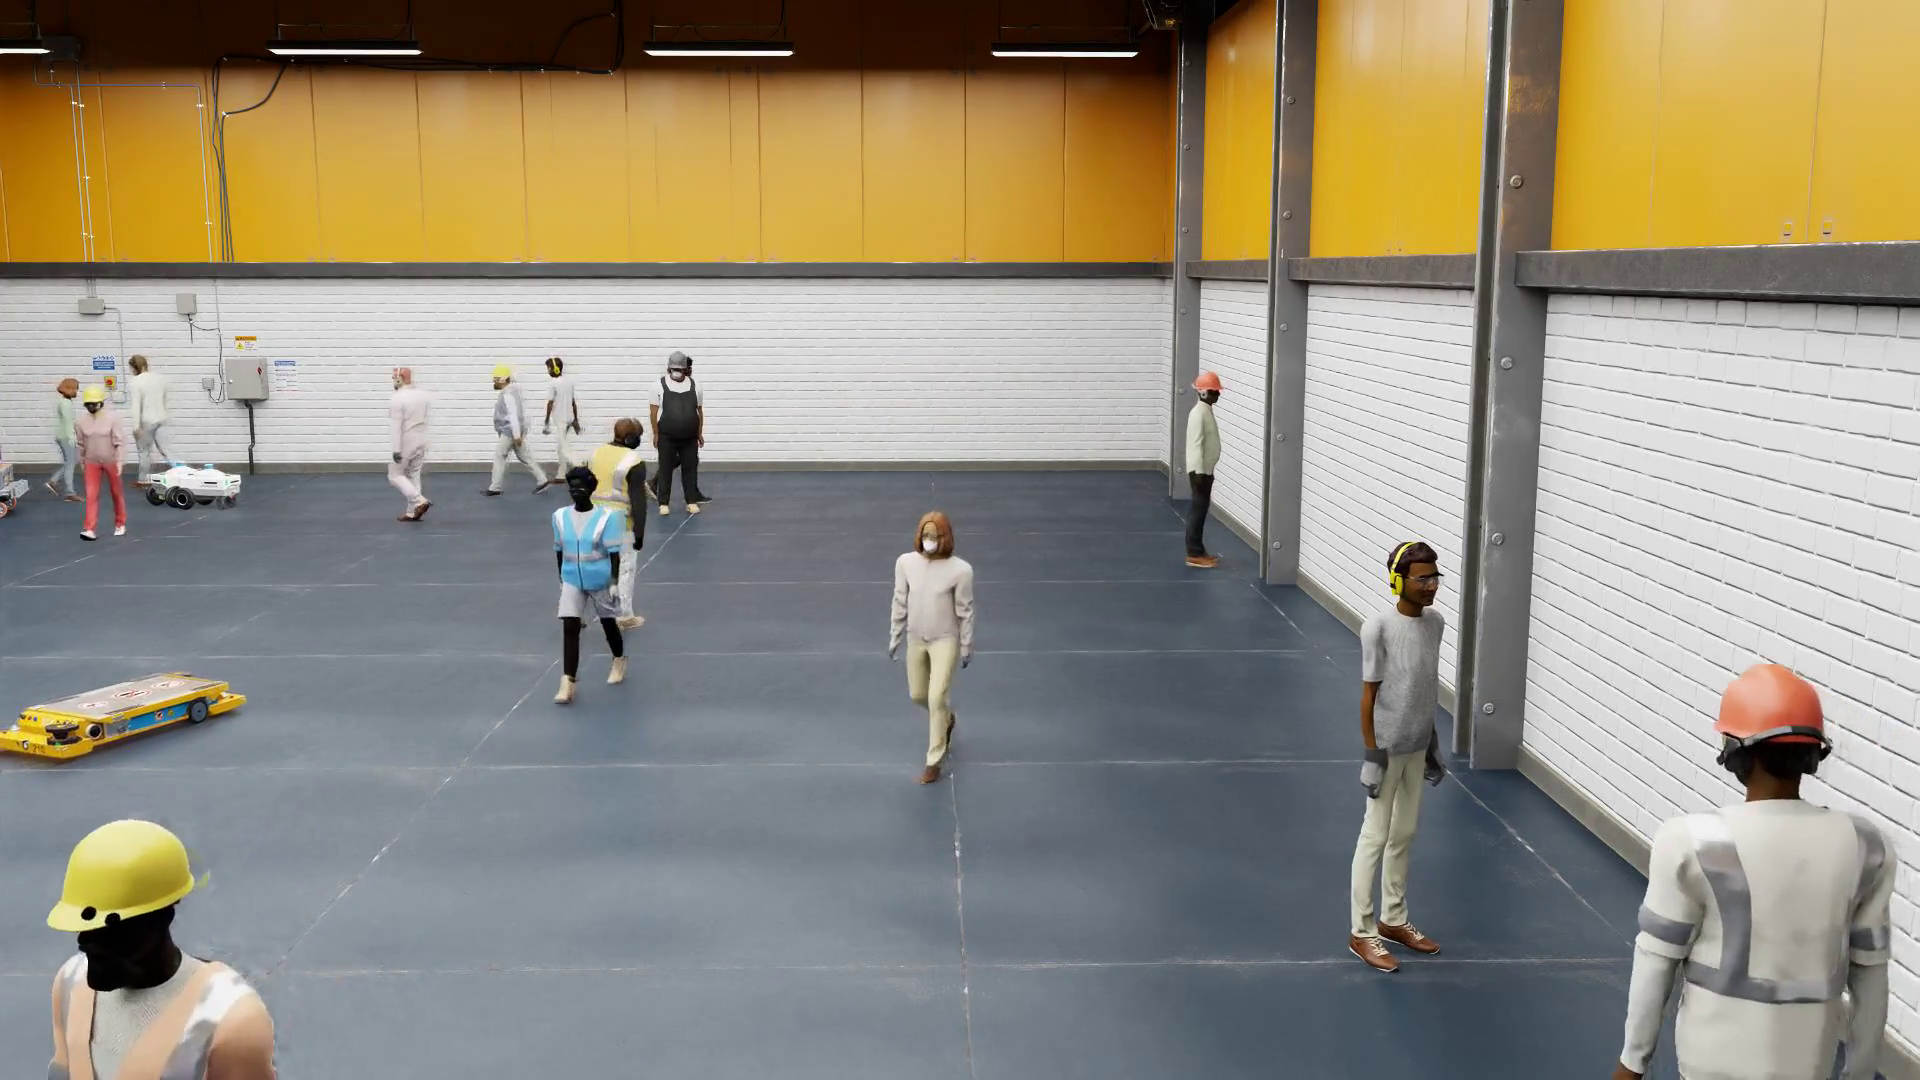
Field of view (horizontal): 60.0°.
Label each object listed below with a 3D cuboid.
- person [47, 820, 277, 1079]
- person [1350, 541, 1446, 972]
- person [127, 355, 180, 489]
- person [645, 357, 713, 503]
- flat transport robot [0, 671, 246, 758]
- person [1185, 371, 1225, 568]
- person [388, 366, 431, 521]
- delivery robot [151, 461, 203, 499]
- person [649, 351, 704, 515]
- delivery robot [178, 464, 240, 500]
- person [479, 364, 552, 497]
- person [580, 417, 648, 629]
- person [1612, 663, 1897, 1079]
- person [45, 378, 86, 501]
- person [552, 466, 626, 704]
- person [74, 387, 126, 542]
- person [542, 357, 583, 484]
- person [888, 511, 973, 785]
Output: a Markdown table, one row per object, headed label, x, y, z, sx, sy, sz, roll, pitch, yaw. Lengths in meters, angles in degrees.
| label | x | y | z | sx | sy | sz | roll | pitch | yaw |
| --- | --- | --- | --- | --- | --- | --- | --- | --- | --- |
| person | -1.730 | 1.500 | 3.734 | 0.592 | 1.886 | 0.970 | 5 | 11 | 29 |
| person | 1.946 | 0.924 | 7.282 | 0.521 | 1.873 | 0.335 | -7 | 11 | -36 |
| person | -10.999 | -1.588 | 22.688 | 0.971 | 1.884 | 0.650 | 4 | 10 | 23 |
| person | -3.651 | -1.412 | 21.411 | 0.831 | 1.941 | 0.610 | -4 | 10 | -26 |
| flat transport robot | -5.503 | 1.125 | 10.938 | 0.652 | 0.197 | 1.431 | 4 | 10 | 23 |
| person | 2.501 | -0.725 | 17.009 | 0.394 | 1.992 | 0.621 | 3 | 10 | 17 |
| person | -6.570 | -1.131 | 19.838 | 0.472 | 1.893 | 0.644 | 3 | 10 | 18 |
| delivery robot | -10.010 | -0.771 | 21.406 | 0.477 | 0.478 | 0.707 | 6 | 11 | 33 |
| person | -3.473 | -1.328 | 20.565 | 0.673 | 2.000 | 0.535 | -4 | 10 | -23 |
| delivery robot | -9.510 | -0.719 | 21.087 | 0.707 | 0.478 | 0.477 | 2 | 9 | 10 |
| person | -5.932 | -1.464 | 22.183 | 0.924 | 1.792 | 0.572 | -1 | 9 | -8 |
| person | -2.921 | -0.117 | 13.877 | 0.671 | 1.817 | 0.611 | 7 | 11 | 35 |
| person | 2.044 | 1.328 | 4.341 | 0.625 | 2.029 | 0.434 | -1 | 9 | -6 |
| person | -11.713 | -1.311 | 21.759 | 0.449 | 1.618 | 0.559 | -4 | 10 | -26 |
| person | -2.638 | 0.285 | 11.861 | 0.537 | 1.654 | 0.875 | 2 | 9 | 9 |
| person | -9.615 | -0.847 | 18.617 | 0.532 | 1.714 | 0.927 | -2 | 9 | -11 |
| person | -5.490 | -1.643 | 23.182 | 0.801 | 1.832 | 0.535 | 4 | 10 | 22 |
| person | -0.137 | 0.605 | 10.028 | 0.506 | 1.608 | 0.694 | 4 | 10 | 25 |
